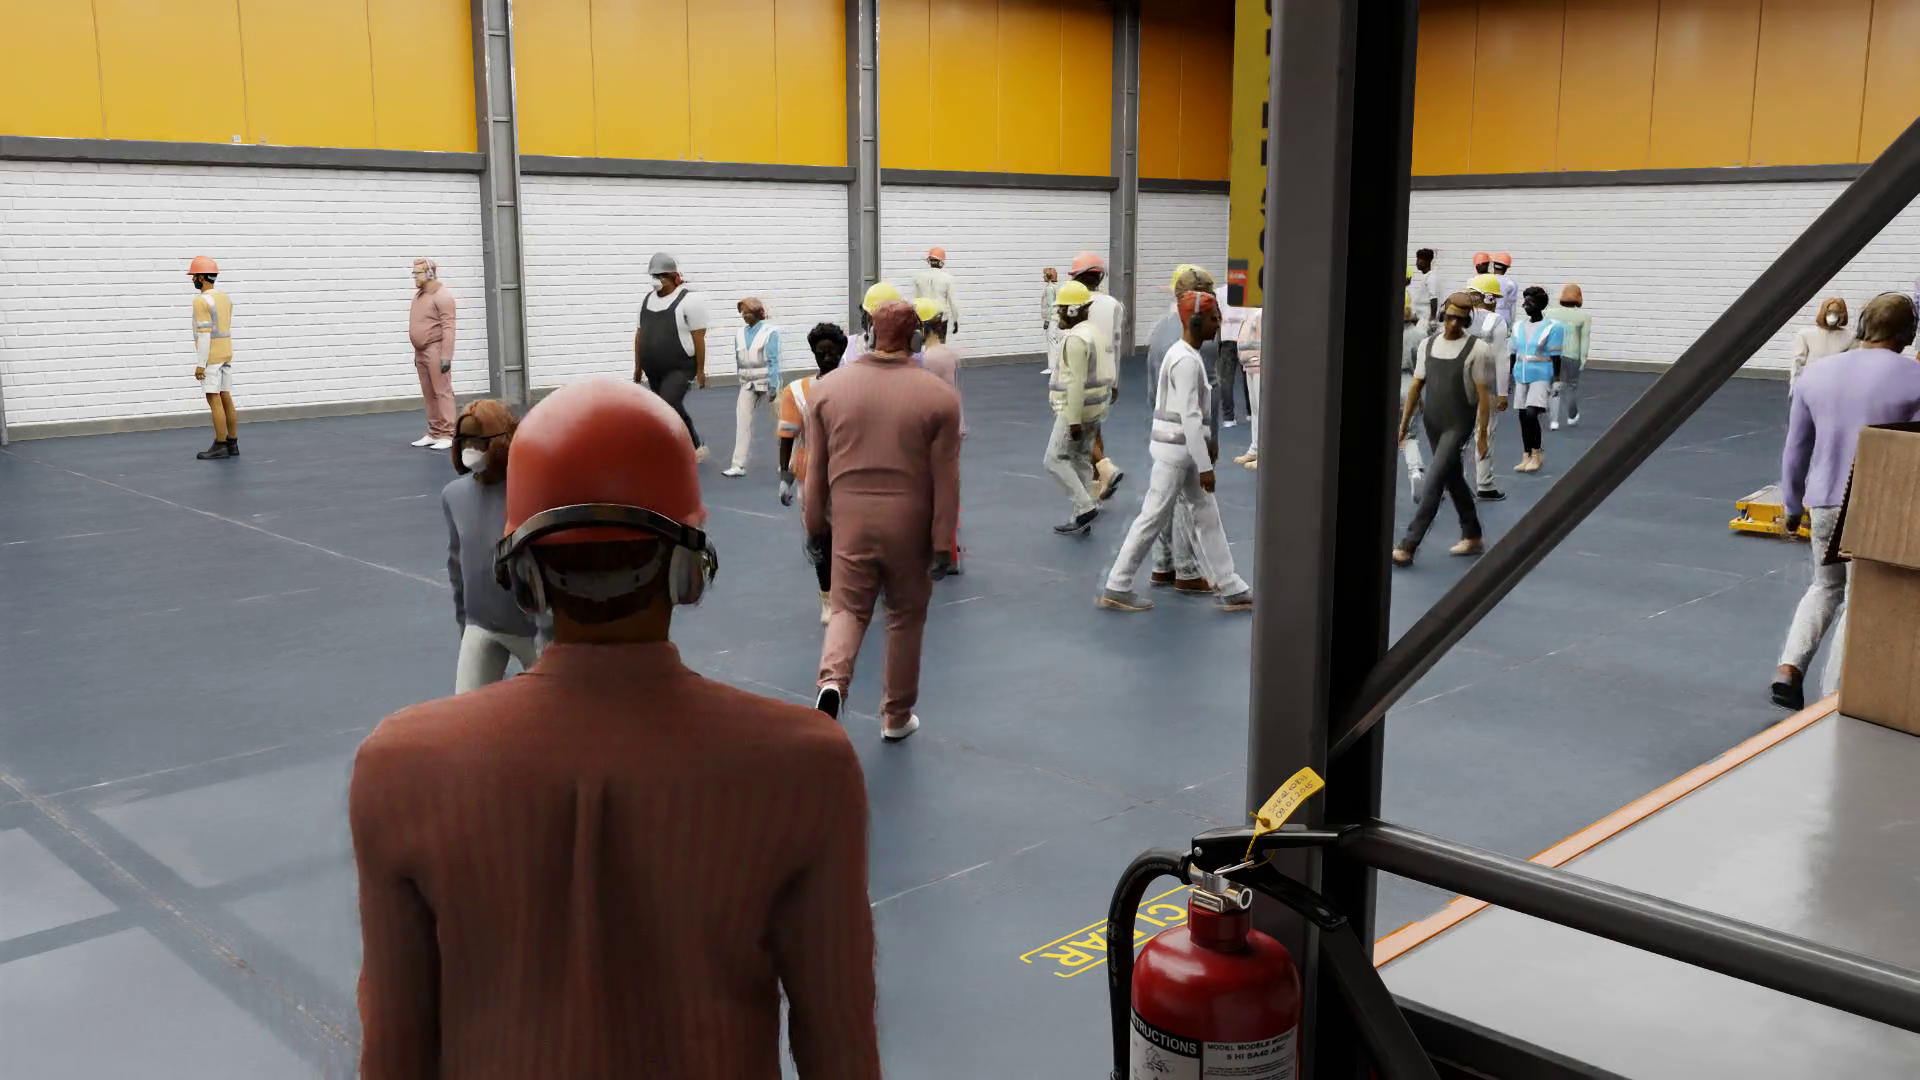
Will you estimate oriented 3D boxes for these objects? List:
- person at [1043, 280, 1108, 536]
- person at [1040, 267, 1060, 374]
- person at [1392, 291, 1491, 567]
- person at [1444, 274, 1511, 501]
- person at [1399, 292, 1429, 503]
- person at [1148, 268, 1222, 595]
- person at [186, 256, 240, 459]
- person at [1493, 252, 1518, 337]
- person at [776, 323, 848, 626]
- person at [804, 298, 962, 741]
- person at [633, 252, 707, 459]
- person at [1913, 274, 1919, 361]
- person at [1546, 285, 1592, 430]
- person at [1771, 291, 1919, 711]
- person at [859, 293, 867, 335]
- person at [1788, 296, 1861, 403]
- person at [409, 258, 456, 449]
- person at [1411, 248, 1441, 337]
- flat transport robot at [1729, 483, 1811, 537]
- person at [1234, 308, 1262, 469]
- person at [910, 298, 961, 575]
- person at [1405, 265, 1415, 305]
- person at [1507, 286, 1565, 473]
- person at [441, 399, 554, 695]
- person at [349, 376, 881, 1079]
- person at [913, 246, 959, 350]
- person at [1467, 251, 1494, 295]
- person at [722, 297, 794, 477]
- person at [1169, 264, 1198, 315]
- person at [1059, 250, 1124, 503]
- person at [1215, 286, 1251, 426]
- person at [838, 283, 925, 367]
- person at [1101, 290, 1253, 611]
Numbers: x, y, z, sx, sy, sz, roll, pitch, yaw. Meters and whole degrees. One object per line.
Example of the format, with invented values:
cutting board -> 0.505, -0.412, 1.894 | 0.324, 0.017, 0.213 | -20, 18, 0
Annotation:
person -> 0.818, -0.908, 11.720 | 0.418, 1.816, 0.595 | 4, 11, 21
person -> 1.397, -3.377, 25.650 | 0.310, 1.642, 0.514 | 2, 11, 13
person -> 3.161, -0.723, 10.814 | 1.002, 1.782, 0.551 | -7, 13, -34
person -> 4.187, -1.226, 13.421 | 0.403, 1.823, 0.586 | -8, 13, -36
person -> 3.446, -1.116, 13.079 | 0.489, 1.722, 0.590 | 0, 10, -2
person -> 1.346, -0.645, 9.941 | 0.352, 1.937, 0.635 | -5, 11, -24
person -> -7.160, -1.738, 15.906 | 0.358, 1.937, 0.548 | 0, 10, 2
person -> 7.229, -2.927, 22.478 | 0.551, 1.906, 0.439 | 4, 11, 23
person -> -0.697, -0.307, 8.822 | 0.555, 1.658, 0.809 | 0, 10, -1
person -> -0.331, -0.033, 6.775 | 0.681, 1.878, 0.766 | 2, 11, 10
person -> -2.608, -1.637, 15.069 | 0.692, 2.000, 1.009 | 6, 12, 31
person -> 12.283, -2.711, 20.943 | 0.389, 2.035, 0.605 | -2, 11, -12
person -> 6.694, -2.021, 18.389 | 0.518, 1.586, 0.850 | 5, 12, 26
person -> 3.863, -0.115, 7.189 | 0.557, 1.898, 0.667 | -6, 12, -32
person -> -0.472, -0.721, 10.802 | 0.966, 1.799, 0.622 | -6, 12, -30
person -> 7.409, -1.285, 14.284 | 0.525, 1.617, 0.491 | 5, 11, 25
person -> -5.307, -1.861, 16.667 | 0.652, 1.904, 0.403 | 10, 14, 44
person -> 6.613, -3.193, 23.802 | 0.707, 1.941, 0.607 | 2, 11, 10
flat transport robot -> 6.182, -0.227, 12.213 | 0.652, 0.197, 1.431 | 8, 13, 37
person -> 2.752, -1.567, 15.255 | 0.430, 1.837, 0.619 | -1, 10, -4
person -> -0.160, -0.646, 10.475 | 0.422, 1.738, 0.580 | 4, 11, 19
person -> 5.911, -2.897, 22.791 | 0.691, 1.738, 0.527 | -4, 11, -21
person -> 5.092, -1.423, 14.877 | 0.437, 1.678, 0.547 | -7, 12, -32
person -> -1.552, 0.316, 5.646 | 0.514, 1.585, 0.850 | 3, 11, 17
person -> -0.399, 0.806, 1.947 | 0.622, 1.978, 0.639 | -1, 10, -4
person -> -0.310, -3.052, 22.965 | 0.649, 1.970, 0.623 | 4, 11, 21
person -> 7.746, -3.297, 24.527 | 0.556, 1.906, 0.795 | 9, 14, 40
person -> -1.780, -1.374, 14.860 | 0.535, 1.599, 0.871 | 6, 12, 28
person -> 1.882, -1.339, 13.816 | 0.447, 1.900, 0.640 | -5, 12, -25
person -> 1.071, -1.261, 13.098 | 0.620, 2.025, 0.675 | -7, 13, -34
person -> 3.187, -2.246, 18.845 | 0.618, 1.868, 0.966 | 5, 11, 24
person -> -0.494, -0.616, 10.013 | 0.601, 1.863, 1.018 | 4, 11, 19
person -> 1.265, -0.476, 9.350 | 0.998, 1.829, 0.585 | 2, 11, 12
